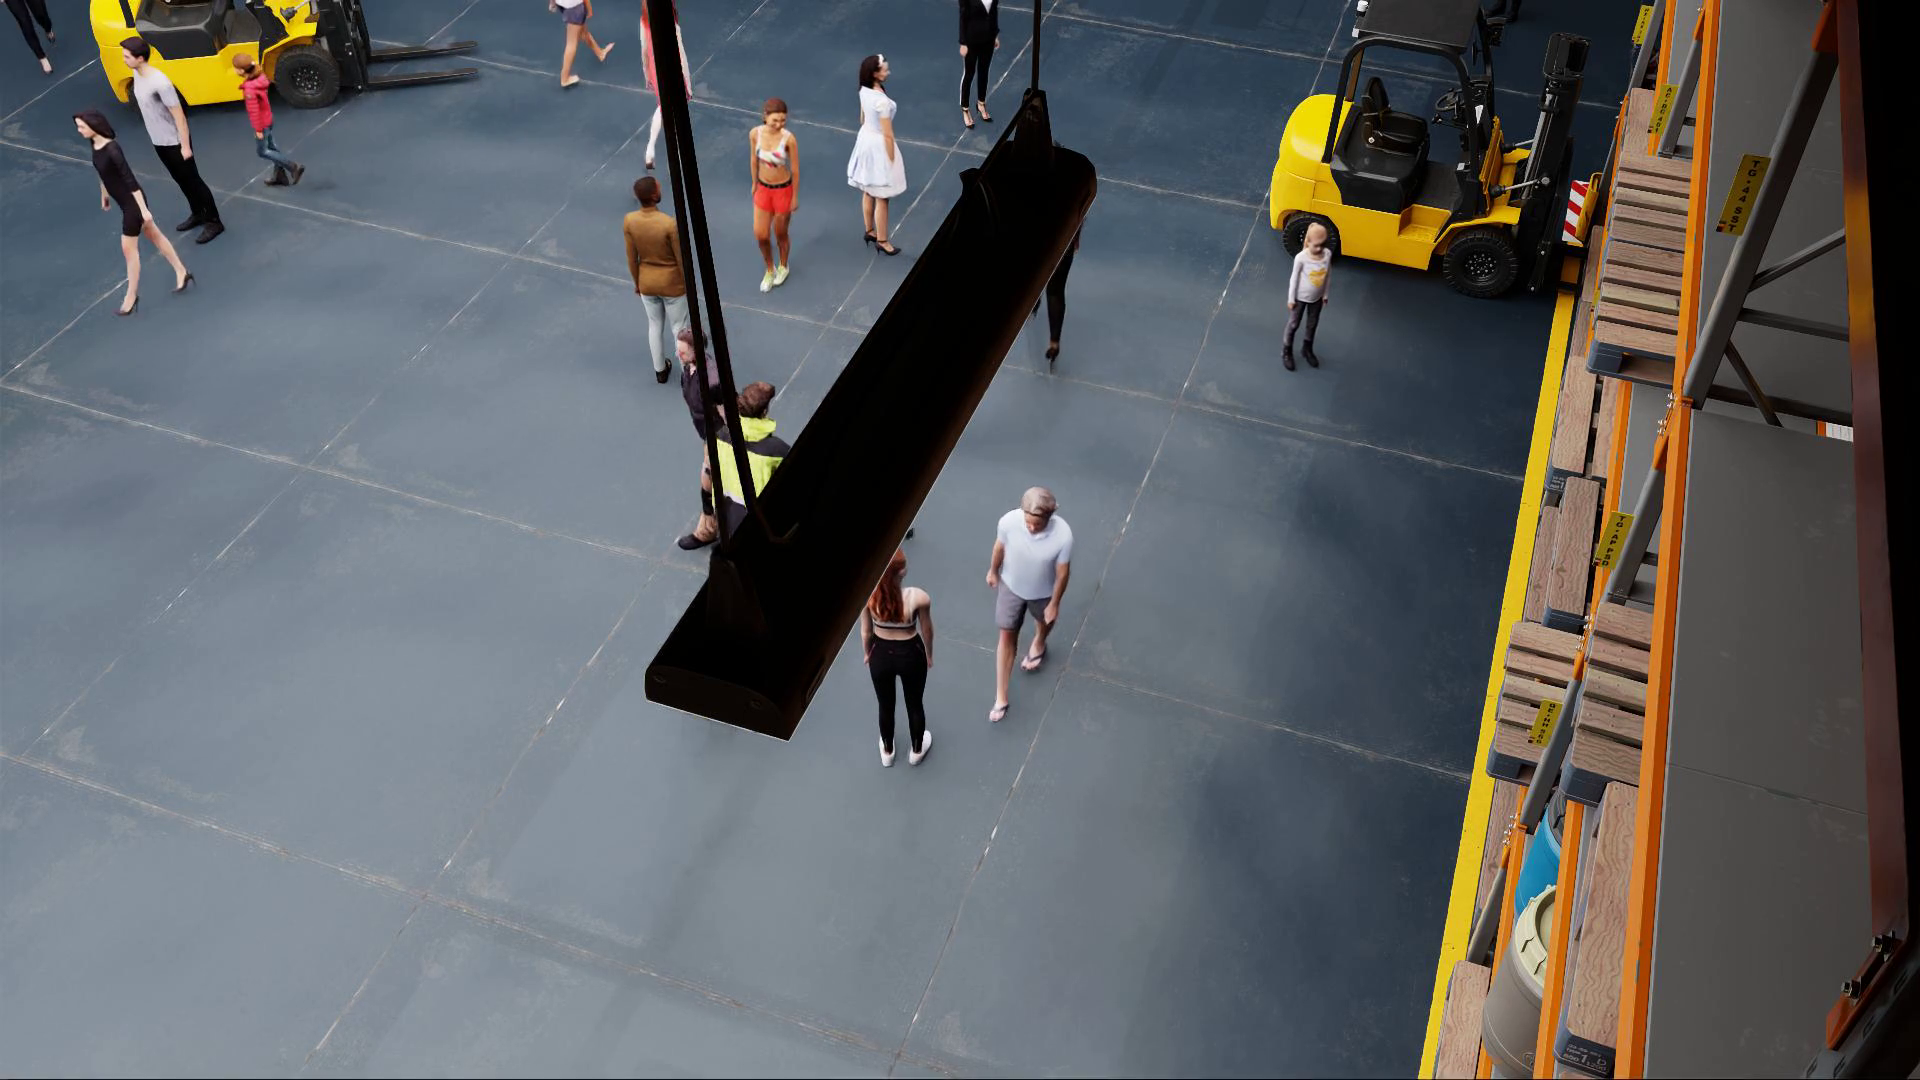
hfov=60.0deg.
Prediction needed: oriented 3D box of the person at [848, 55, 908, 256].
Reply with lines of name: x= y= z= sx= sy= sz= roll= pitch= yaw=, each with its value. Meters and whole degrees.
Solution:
person: x=-0.694 y=-3.252 z=14.087 sx=0.911 sy=1.813 sz=0.856 roll=-22 pitch=48 yaw=-22

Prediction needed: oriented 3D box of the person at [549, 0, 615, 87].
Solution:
person: x=-3.872 y=-5.215 z=16.321 sx=0.822 sy=1.574 sz=1.087 roll=31 pitch=52 yaw=29

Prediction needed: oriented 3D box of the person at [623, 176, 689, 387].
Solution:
person: x=-2.285 y=-1.964 z=12.733 sx=0.671 sy=1.816 sz=0.591 roll=8 pitch=44 yaw=8

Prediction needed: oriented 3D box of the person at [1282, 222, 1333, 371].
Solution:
person: x=2.737 y=-1.937 z=13.096 sx=0.584 sy=1.277 sz=0.631 roll=-11 pitch=45 yaw=-11

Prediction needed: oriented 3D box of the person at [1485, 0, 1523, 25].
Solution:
person: x=5.841 y=-6.240 z=17.314 sx=0.727 sy=1.689 sz=0.671 roll=-19 pitch=47 yaw=-19

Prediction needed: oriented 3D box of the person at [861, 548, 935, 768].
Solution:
person: x=-0.377 y=0.713 z=9.977 sx=0.634 sy=1.742 sz=0.597 roll=3 pitch=44 yaw=3

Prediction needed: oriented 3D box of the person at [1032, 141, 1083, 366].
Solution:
person: x=0.707 y=-2.209 z=13.007 sx=0.929 sy=1.793 sz=1.249 roll=-1 pitch=44 yaw=-1

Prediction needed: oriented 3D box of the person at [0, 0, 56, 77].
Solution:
person: x=-9.313 y=-5.465 z=16.497 sx=0.838 sy=1.695 sz=0.911 roll=-14 pitch=45 yaw=-14

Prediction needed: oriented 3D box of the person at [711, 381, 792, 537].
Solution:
person: x=-1.361 y=-0.098 z=10.692 sx=0.888 sy=1.930 sz=1.252 roll=20 pitch=47 yaw=19

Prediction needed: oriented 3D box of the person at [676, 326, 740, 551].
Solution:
person: x=-1.569 y=-0.766 z=11.497 sx=1.157 sy=1.786 sz=1.110 roll=-15 pitch=46 yaw=-15

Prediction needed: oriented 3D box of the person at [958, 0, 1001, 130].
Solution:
person: x=0.170 y=-4.728 z=15.716 sx=0.659 sy=1.704 sz=0.748 roll=-23 pitch=48 yaw=-23

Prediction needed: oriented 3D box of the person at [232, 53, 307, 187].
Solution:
person: x=-6.222 y=-3.766 z=14.993 sx=0.725 sy=1.308 sz=0.691 roll=-5 pitch=44 yaw=-5

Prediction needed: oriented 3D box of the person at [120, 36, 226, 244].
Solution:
person: x=-6.750 y=-3.443 z=14.252 sx=0.733 sy=1.863 sz=0.657 roll=29 pitch=51 yaw=27

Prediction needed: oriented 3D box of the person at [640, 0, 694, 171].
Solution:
person: x=-2.675 y=-4.076 z=14.953 sx=0.645 sy=1.813 sz=0.838 roll=19 pitch=47 yaw=18

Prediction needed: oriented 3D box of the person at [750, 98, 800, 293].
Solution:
person: x=-1.481 y=-2.905 z=13.760 sx=0.624 sy=1.763 sz=0.641 roll=13 pitch=45 yaw=14

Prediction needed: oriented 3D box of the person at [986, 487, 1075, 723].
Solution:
person: x=0.479 y=0.224 z=10.460 sx=0.783 sy=1.783 sz=1.130 roll=12 pitch=45 yaw=12

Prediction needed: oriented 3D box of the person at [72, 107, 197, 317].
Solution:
person: x=-6.670 y=-2.741 z=13.579 sx=1.064 sy=1.775 sz=0.919 roll=-30 pitch=51 yaw=-27
